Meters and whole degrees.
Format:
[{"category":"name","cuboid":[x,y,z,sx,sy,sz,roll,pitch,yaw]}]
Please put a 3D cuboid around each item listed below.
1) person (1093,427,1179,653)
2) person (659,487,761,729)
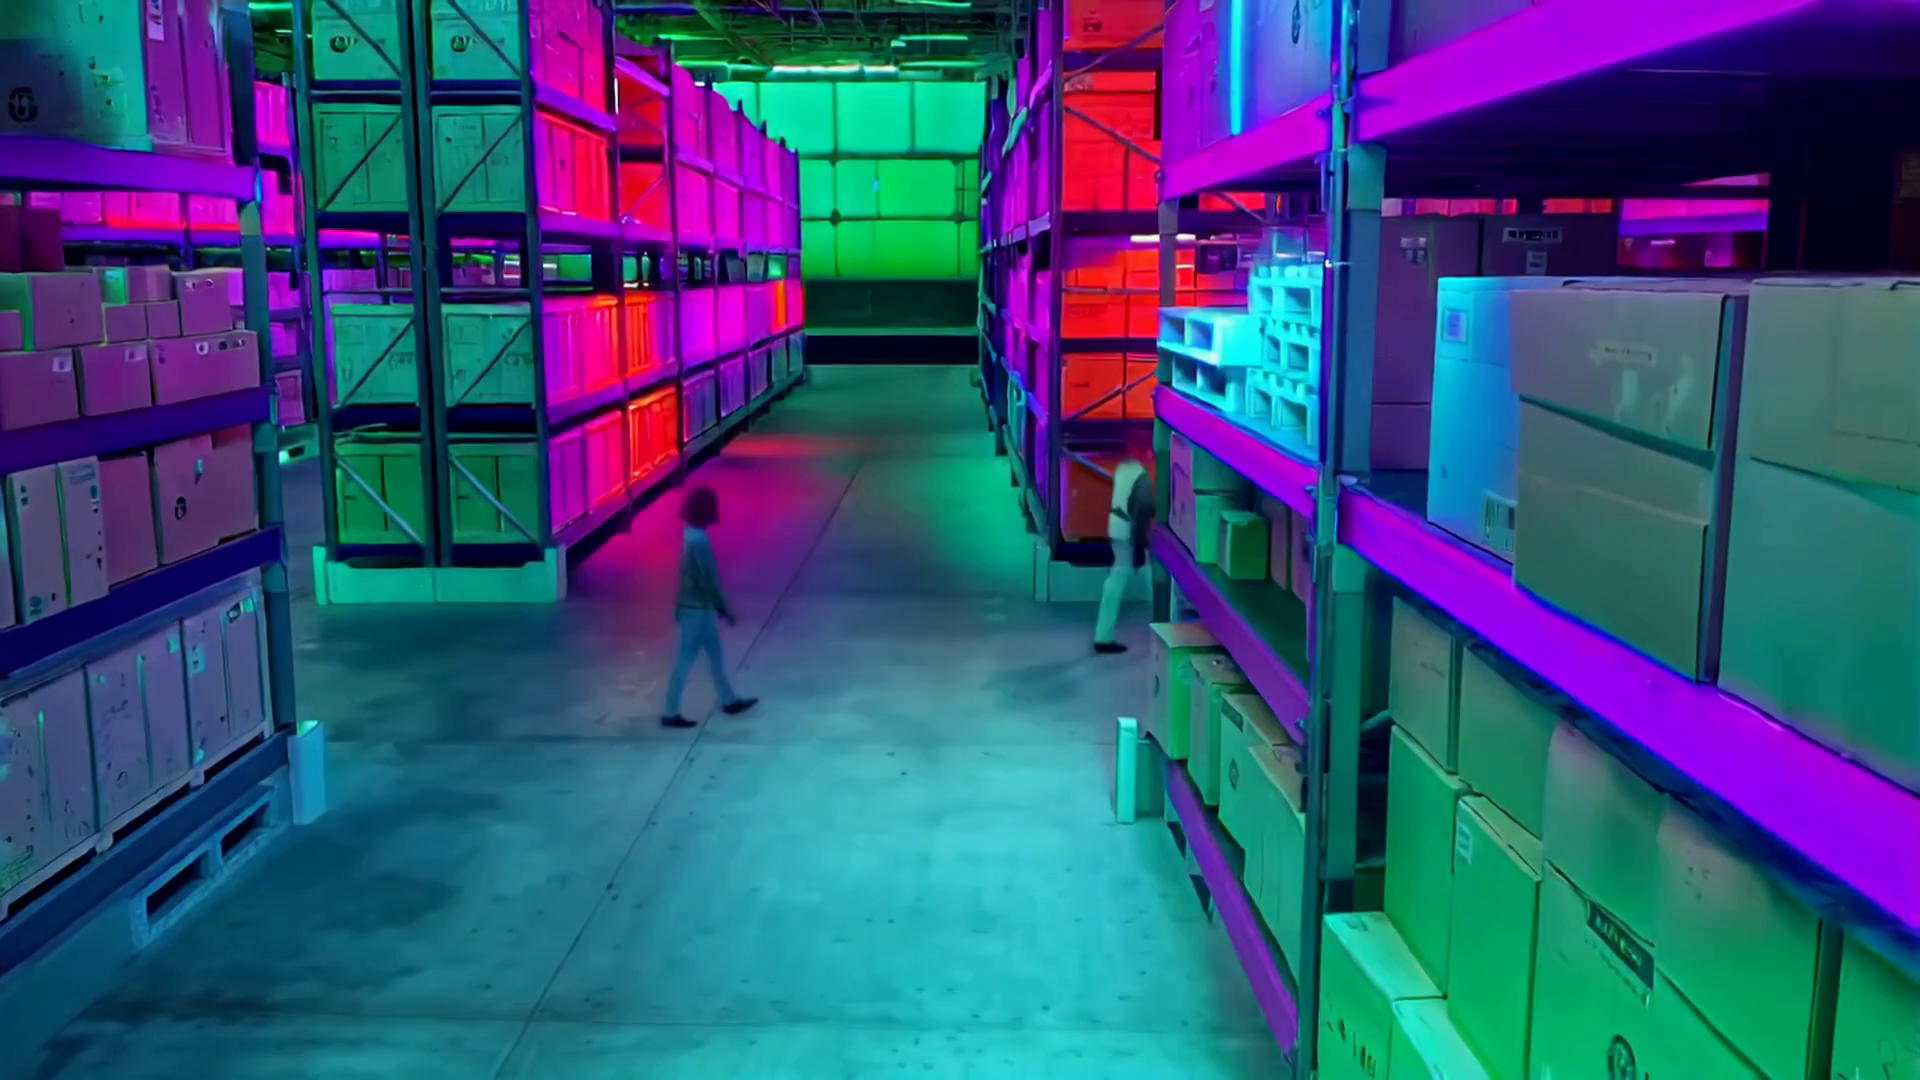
[{"category":"person","cuboid":[1.478,0.006,13.109,0.935,1.796,0.593,-2,10,-13]},{"category":"person","cuboid":[-1.660,0.448,11.027,0.801,1.602,0.513,-3,10,-19]}]
